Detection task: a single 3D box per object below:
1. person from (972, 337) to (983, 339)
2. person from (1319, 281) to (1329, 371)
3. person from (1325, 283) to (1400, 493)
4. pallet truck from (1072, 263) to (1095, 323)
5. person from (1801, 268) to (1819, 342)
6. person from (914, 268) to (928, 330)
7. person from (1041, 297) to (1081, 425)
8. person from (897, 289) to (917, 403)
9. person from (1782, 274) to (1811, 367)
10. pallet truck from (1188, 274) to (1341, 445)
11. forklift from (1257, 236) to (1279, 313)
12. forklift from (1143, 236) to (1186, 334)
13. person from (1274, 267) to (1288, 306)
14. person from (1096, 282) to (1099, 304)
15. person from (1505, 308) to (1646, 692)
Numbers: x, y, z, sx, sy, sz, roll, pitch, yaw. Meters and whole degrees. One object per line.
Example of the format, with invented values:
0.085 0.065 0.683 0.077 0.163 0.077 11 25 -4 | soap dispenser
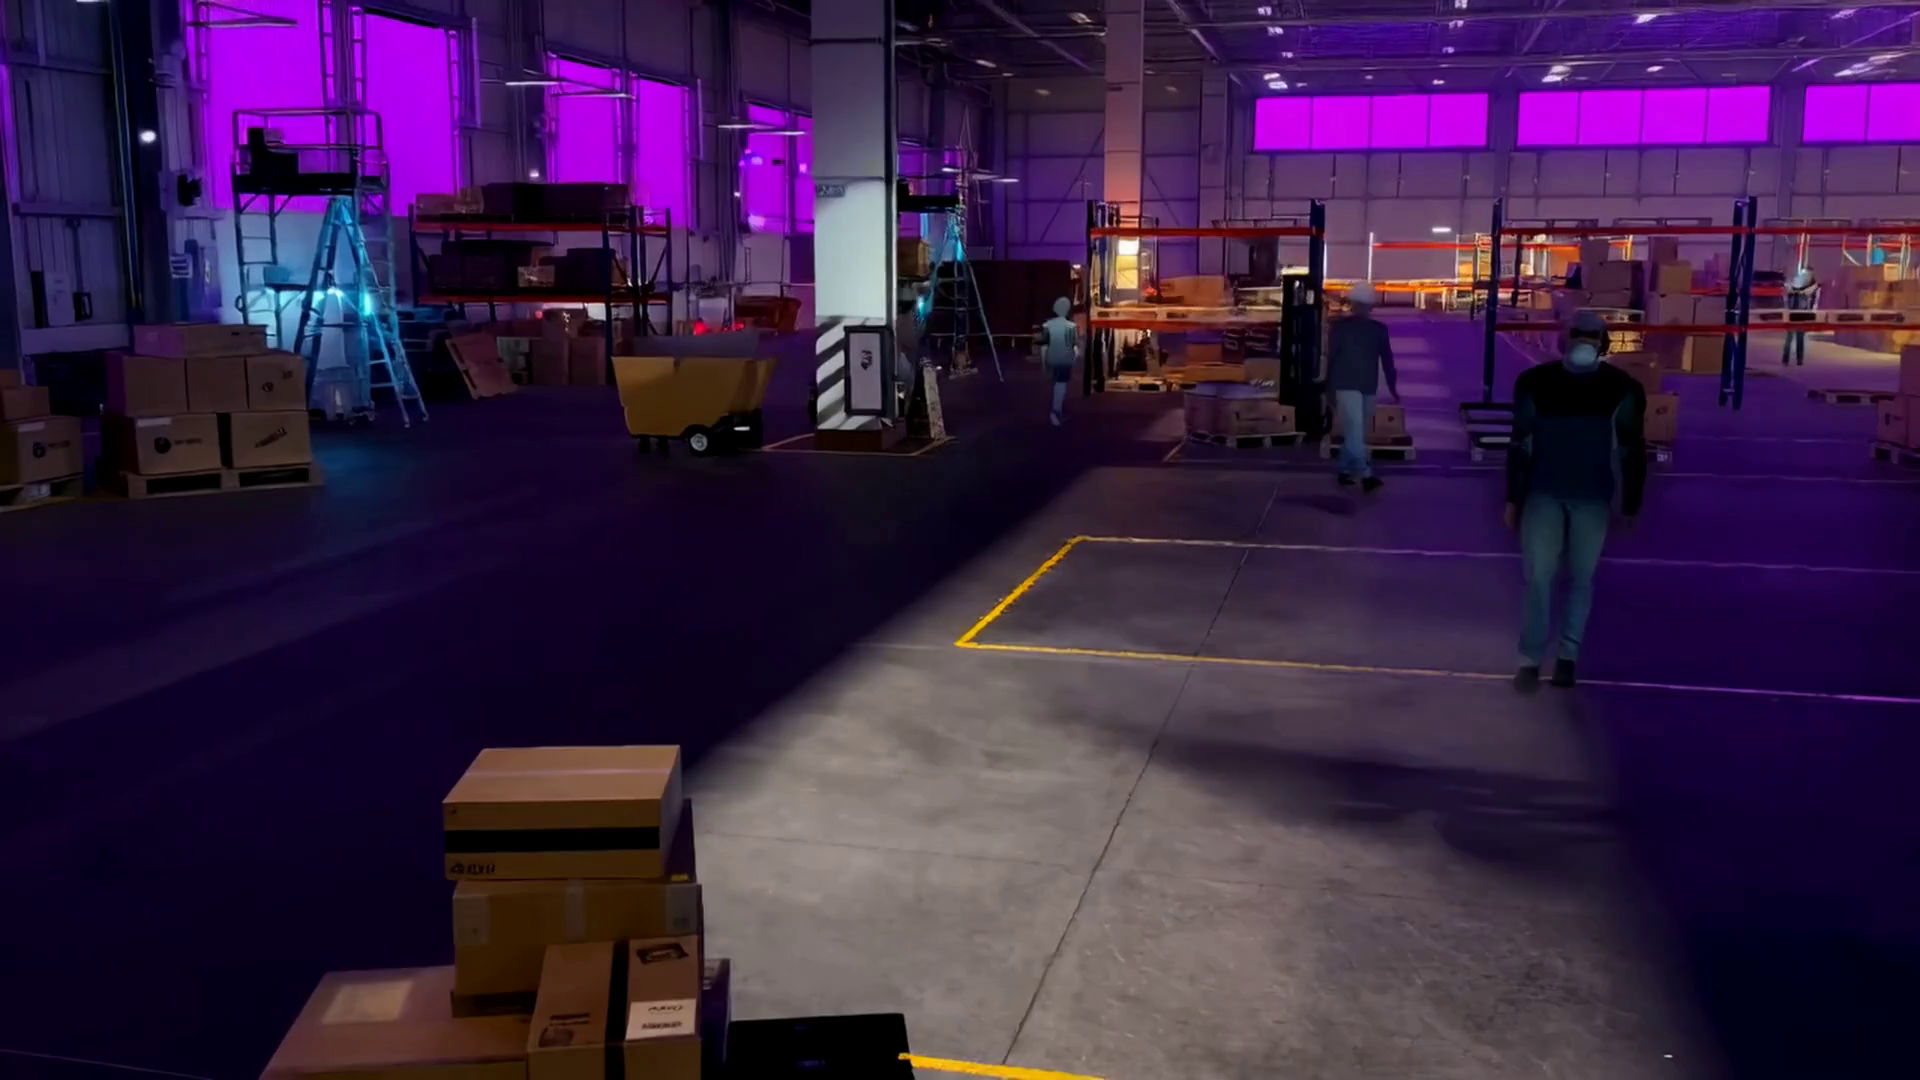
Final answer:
0.485 -6.153 44.338 0.546 1.603 0.790 6 11 33 | person
6.903 -4.108 31.956 0.485 1.736 0.321 -5 11 -27 | person
3.778 -1.434 15.617 0.609 1.940 1.030 -4 10 -20 | person
4.325 -8.180 55.162 0.823 1.965 1.885 6 11 31 | pallet truck
21.902 -6.080 43.078 0.613 1.899 0.448 2 10 11 | person
-1.161 -7.327 50.362 0.392 1.928 0.544 7 12 34 | person
1.287 -2.332 21.715 0.539 1.673 0.768 5 11 26 | person
-0.742 -2.634 23.267 0.807 1.730 0.539 1 10 4 | person
16.717 -4.387 33.277 0.504 1.847 0.345 5 11 28 | person
3.653 -2.138 19.590 1.885 1.965 0.823 -4 10 -20 | pallet truck
9.418 -7.905 50.951 1.873 2.768 1.129 -2 10 -12 | forklift
5.411 -7.233 46.991 1.873 2.768 1.129 2 10 14 | forklift
9.431 -7.001 48.551 0.653 1.883 1.006 7 12 35 | person
3.942 -6.215 43.833 0.662 1.910 0.781 -8 12 -39 | person
3.029 -0.174 8.239 0.660 1.919 0.757 4 10 22 | person
